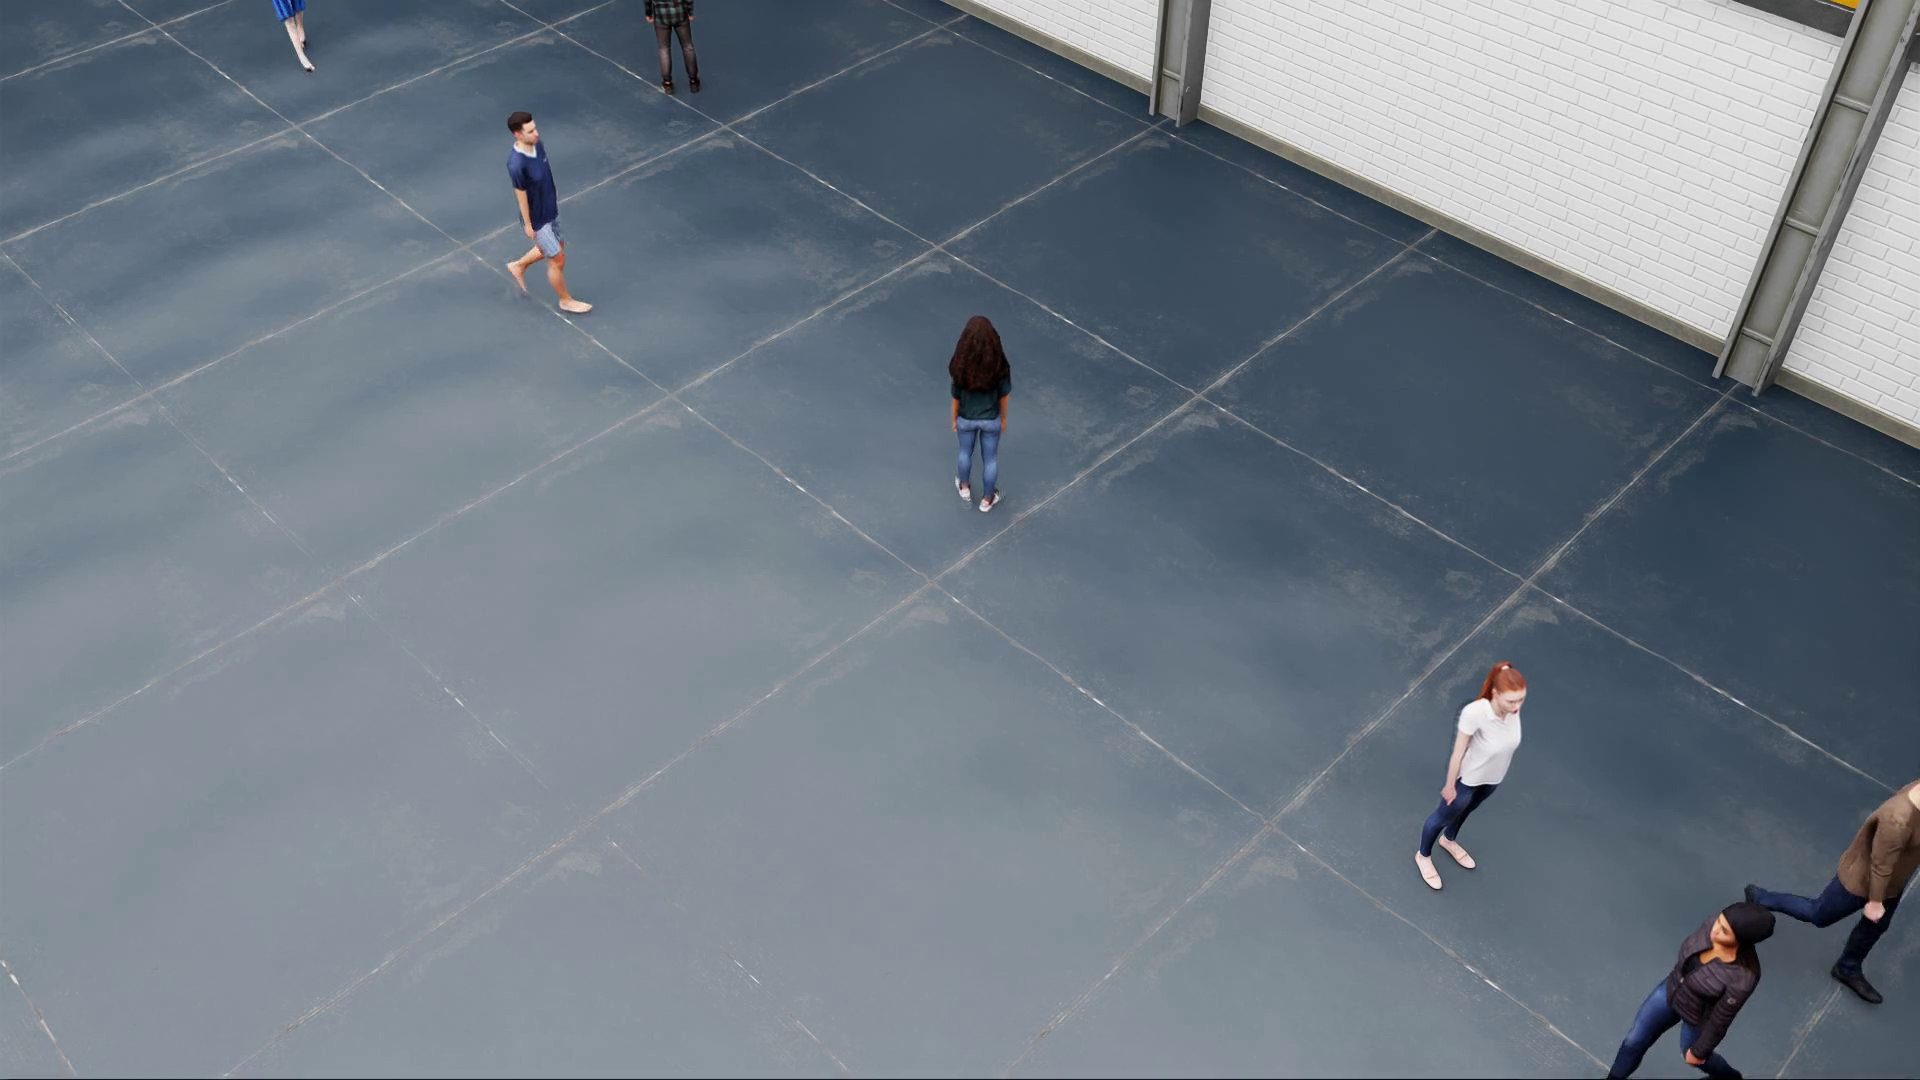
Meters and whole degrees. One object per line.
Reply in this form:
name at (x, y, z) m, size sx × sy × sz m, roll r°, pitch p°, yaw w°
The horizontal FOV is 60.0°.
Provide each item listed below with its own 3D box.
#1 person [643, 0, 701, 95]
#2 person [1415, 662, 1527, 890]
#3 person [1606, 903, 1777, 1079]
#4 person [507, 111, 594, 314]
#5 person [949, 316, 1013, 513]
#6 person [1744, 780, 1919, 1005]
person at (-2.861, -5.253, 16.436) m, size 0.737 × 1.709 × 0.741 m, roll -5°, pitch 44°, yaw -5°
person at (2.935, 1.319, 9.502) m, size 0.626 × 1.737 × 0.602 m, roll -22°, pitch 48°, yaw -21°
person at (3.777, 2.397, 8.391) m, size 1.137 × 1.708 × 1.148 m, roll -5°, pitch 44°, yaw -5°
person at (-3.512, -2.681, 13.633) m, size 1.098 × 1.830 × 0.924 m, roll 11°, pitch 45°, yaw 11°
person at (0.141, -0.875, 11.894) m, size 0.743 × 1.614 × 0.806 m, roll 5°, pitch 44°, yaw 5°
person at (4.844, 1.737, 8.974) m, size 0.793 × 1.861 × 1.152 m, roll -25°, pitch 49°, yaw -24°
